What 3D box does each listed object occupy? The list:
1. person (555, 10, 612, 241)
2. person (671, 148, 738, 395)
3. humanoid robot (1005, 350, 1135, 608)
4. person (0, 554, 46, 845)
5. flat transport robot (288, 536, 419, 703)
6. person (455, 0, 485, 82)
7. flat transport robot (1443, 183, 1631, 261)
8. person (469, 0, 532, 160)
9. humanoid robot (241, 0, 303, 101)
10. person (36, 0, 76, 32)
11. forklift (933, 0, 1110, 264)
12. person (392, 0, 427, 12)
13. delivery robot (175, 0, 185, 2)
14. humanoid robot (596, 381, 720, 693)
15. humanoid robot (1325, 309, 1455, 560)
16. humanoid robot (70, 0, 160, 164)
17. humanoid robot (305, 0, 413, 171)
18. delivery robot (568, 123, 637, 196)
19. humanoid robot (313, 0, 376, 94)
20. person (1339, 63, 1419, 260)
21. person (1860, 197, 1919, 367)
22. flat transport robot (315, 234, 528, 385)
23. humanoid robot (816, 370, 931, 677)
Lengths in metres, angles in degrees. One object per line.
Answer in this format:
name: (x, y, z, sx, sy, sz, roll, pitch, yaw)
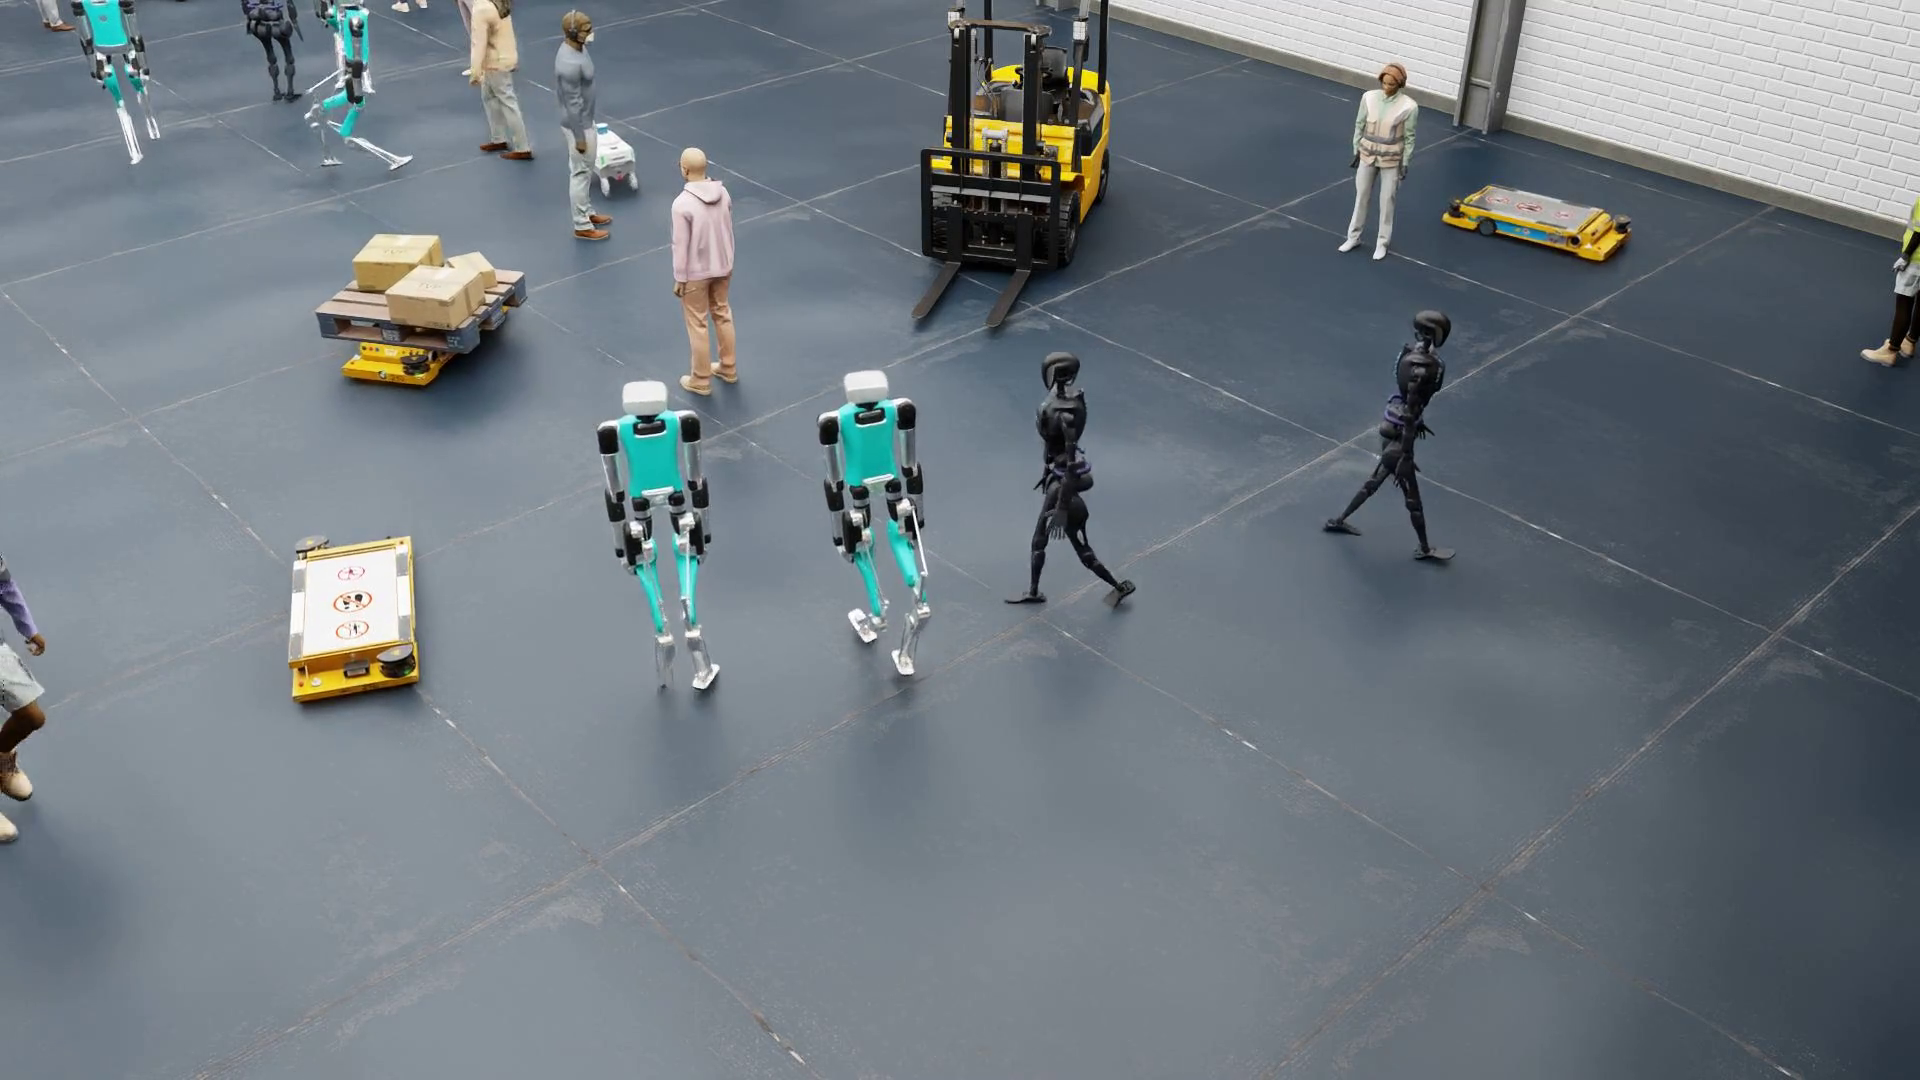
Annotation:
person: (-3.188, -3.501, 14.045, 0.385, 1.927, 0.642, -4, 33, -5)
person: (-1.779, -1.878, 11.681, 0.410, 1.775, 0.537, 24, 40, 32)
humanoid robot: (0.645, -0.303, 9.404, 0.739, 1.647, 0.610, -2, 33, -4)
person: (-4.629, 0.551, 7.735, 0.487, 2.006, 0.729, 21, 39, 29)
flat transport robot: (-3.479, 0.398, 9.562, 0.659, 0.231, 1.431, -9, 34, -14)
person: (-5.254, -5.788, 17.705, 0.332, 1.760, 0.521, -27, 42, -35)
flat transport robot: (5.002, -2.768, 14.427, 1.431, 0.231, 0.659, 22, 39, 30)
person: (-4.445, -4.478, 15.600, 0.710, 1.851, 0.584, 3, 33, 5)
humanoid robot: (-7.095, -5.349, 17.108, 0.616, 1.654, 0.319, 5, 33, 7)
person: (-10.708, -6.751, 19.280, 0.325, 1.650, 0.459, -25, 41, -33)
forklift: (0.570, -3.725, 14.138, 1.214, 2.155, 2.313, 9, 34, 13)
person: (-6.727, -7.305, 19.932, 0.796, 1.870, 0.410, -27, 42, -35)
delivery robot: (-9.860, -7.035, 20.728, 0.772, 0.600, 0.521, 6, 33, 9)
humanoid robot: (-1.520, 0.129, 8.680, 0.530, 1.851, 0.764, -10, 34, -14)
humanoid robot: (2.654, -0.648, 9.934, 0.815, 1.623, 0.589, 10, 34, 15)
humanoid robot: (-7.967, -4.562, 15.862, 0.550, 1.776, 0.941, -9, 34, -13)
humanoid robot: (-5.671, -4.124, 15.187, 1.068, 1.731, 0.550, -10, 34, -15)
delivery robot: (-3.287, -3.549, 15.374, 0.499, 0.604, 0.806, -19, 37, -26)
humanoid robot: (-6.467, -5.586, 17.404, 0.537, 1.754, 0.808, -8, 34, -12)
person: (3.474, -3.127, 13.721, 0.514, 1.639, 0.313, 22, 39, 30)
person: (6.984, -2.072, 12.048, 0.531, 1.694, 0.319, -18, 37, -26)
flat transport robot: (-4.031, -1.598, 12.630, 0.659, 0.231, 1.431, 7, 34, 11)
humanoid robot: (-0.395, 0.023, 8.816, 0.549, 1.767, 0.895, -11, 35, -16)
